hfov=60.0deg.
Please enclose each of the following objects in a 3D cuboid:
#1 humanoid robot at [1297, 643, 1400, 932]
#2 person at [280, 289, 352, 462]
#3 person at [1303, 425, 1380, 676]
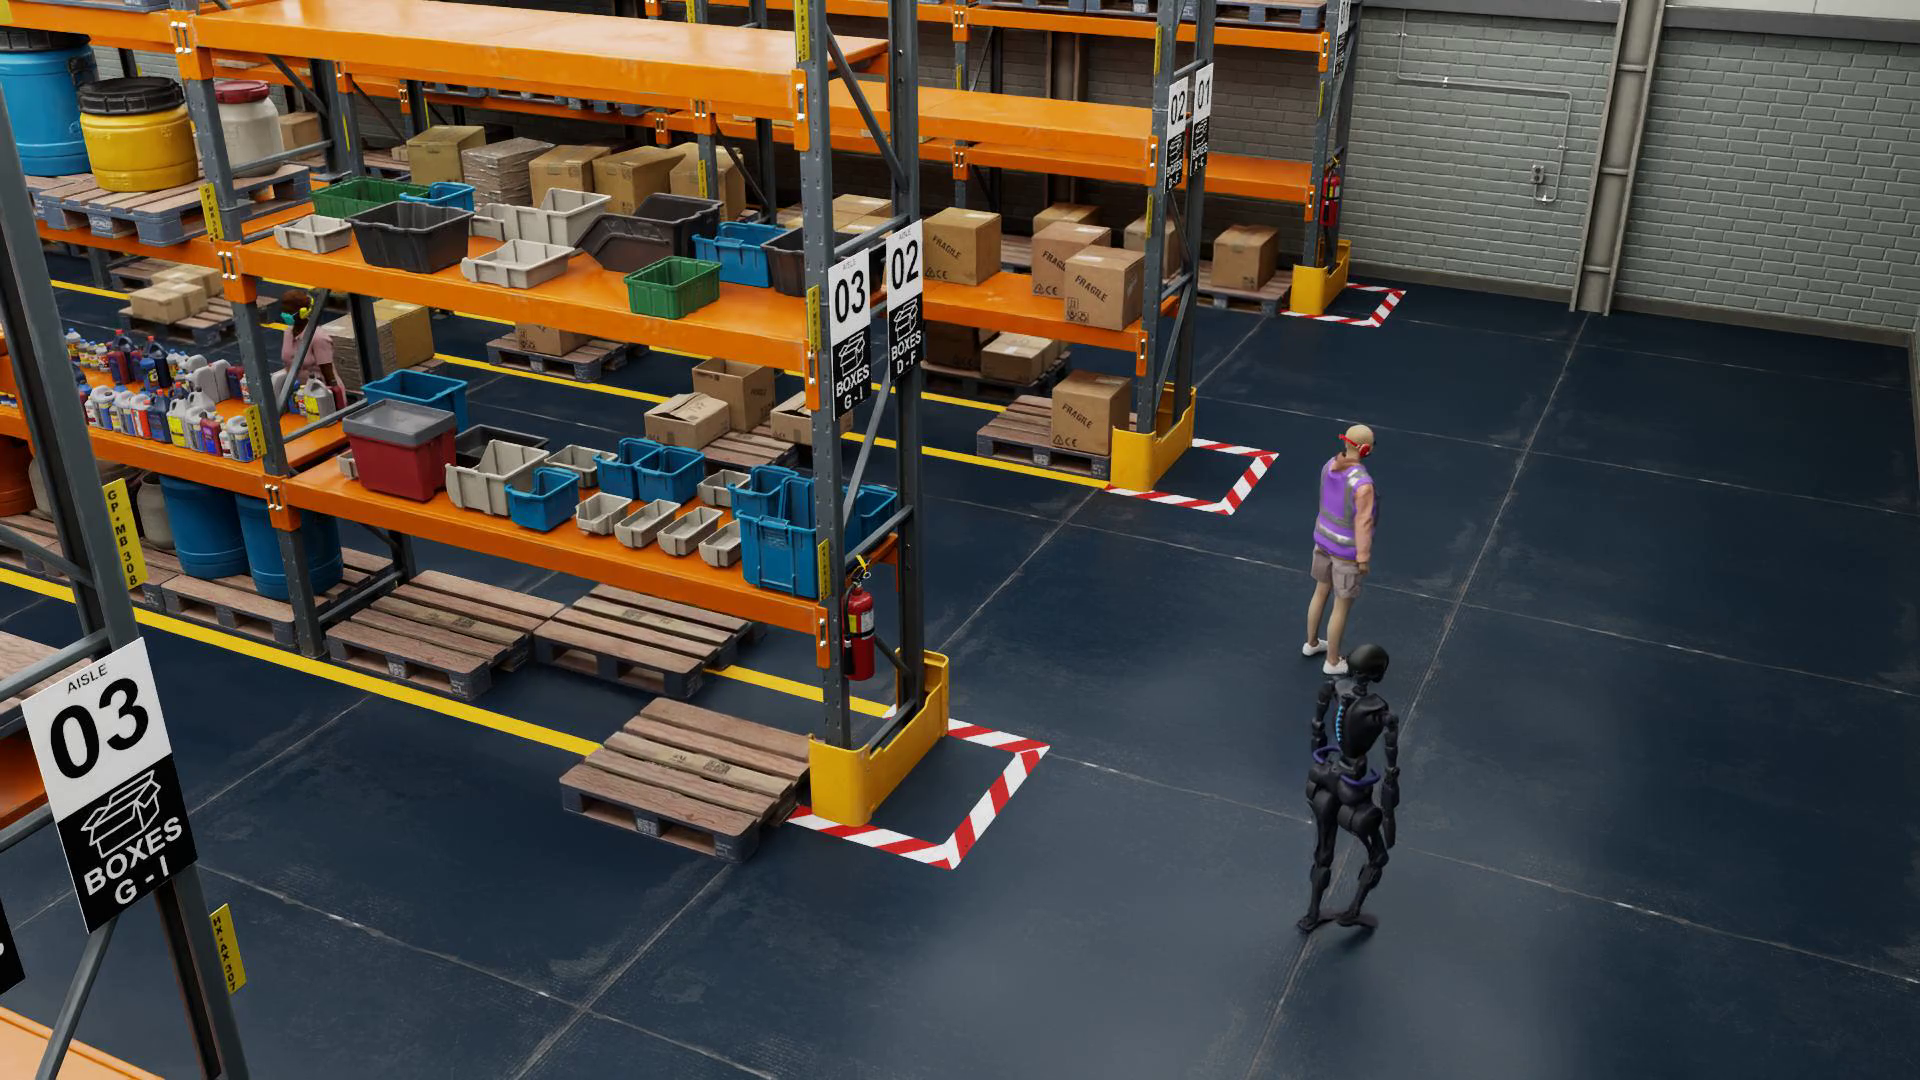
[{"bbox_3d":[1.930,1.226,8.241,0.450,1.647,0.599,-16,30,-29],"label":"humanoid robot"},{"bbox_3d":[-4.922,-1.061,12.736,0.502,1.791,0.341,14,30,26],"label":"person"},{"bbox_3d":[2.431,0.058,10.588,0.346,1.688,0.489,-10,28,-20],"label":"person"}]
